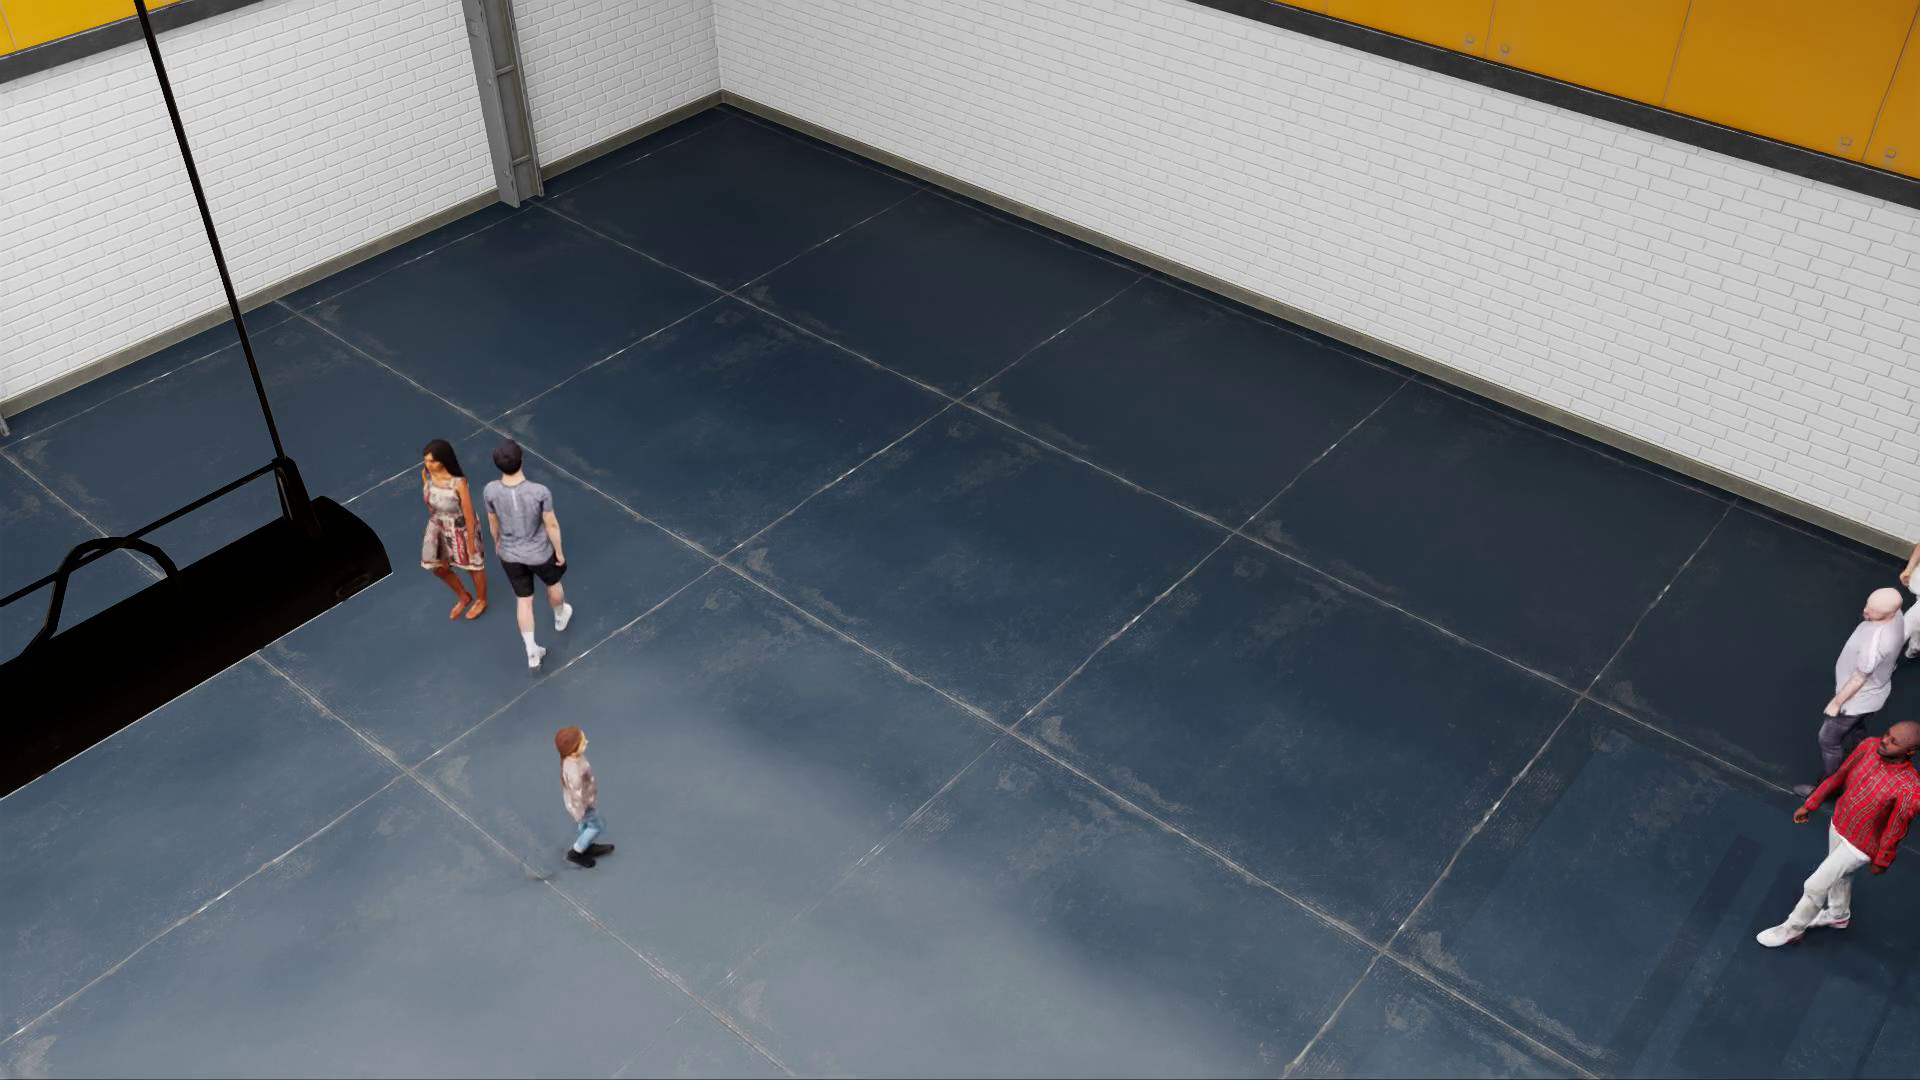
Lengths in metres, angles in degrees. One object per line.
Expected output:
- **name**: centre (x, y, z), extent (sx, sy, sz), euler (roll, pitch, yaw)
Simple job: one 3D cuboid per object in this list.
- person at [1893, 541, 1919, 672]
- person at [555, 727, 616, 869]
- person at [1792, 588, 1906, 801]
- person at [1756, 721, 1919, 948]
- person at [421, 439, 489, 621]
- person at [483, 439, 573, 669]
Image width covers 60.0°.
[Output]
- **person**: centre (6.871, 0.323, 11.879), extent (0.970, 1.645, 0.891), euler (-4, 39, -6)
- **person**: centre (-2.459, 1.643, 10.592), extent (0.644, 1.187, 0.586), euler (-13, 40, -16)
- **person**: centre (5.944, 1.011, 10.892), extent (0.565, 1.800, 0.921), euler (-24, 44, -27)
- **person**: centre (5.463, 1.736, 9.984), extent (1.010, 1.801, 0.959), euler (-1, 39, -1)
- **person**: centre (-3.715, -0.120, 12.440), extent (0.735, 1.636, 0.773), euler (16, 41, 19)
- **person**: centre (-3.139, 0.123, 11.959), extent (1.034, 1.857, 1.131), euler (0, 39, 0)
